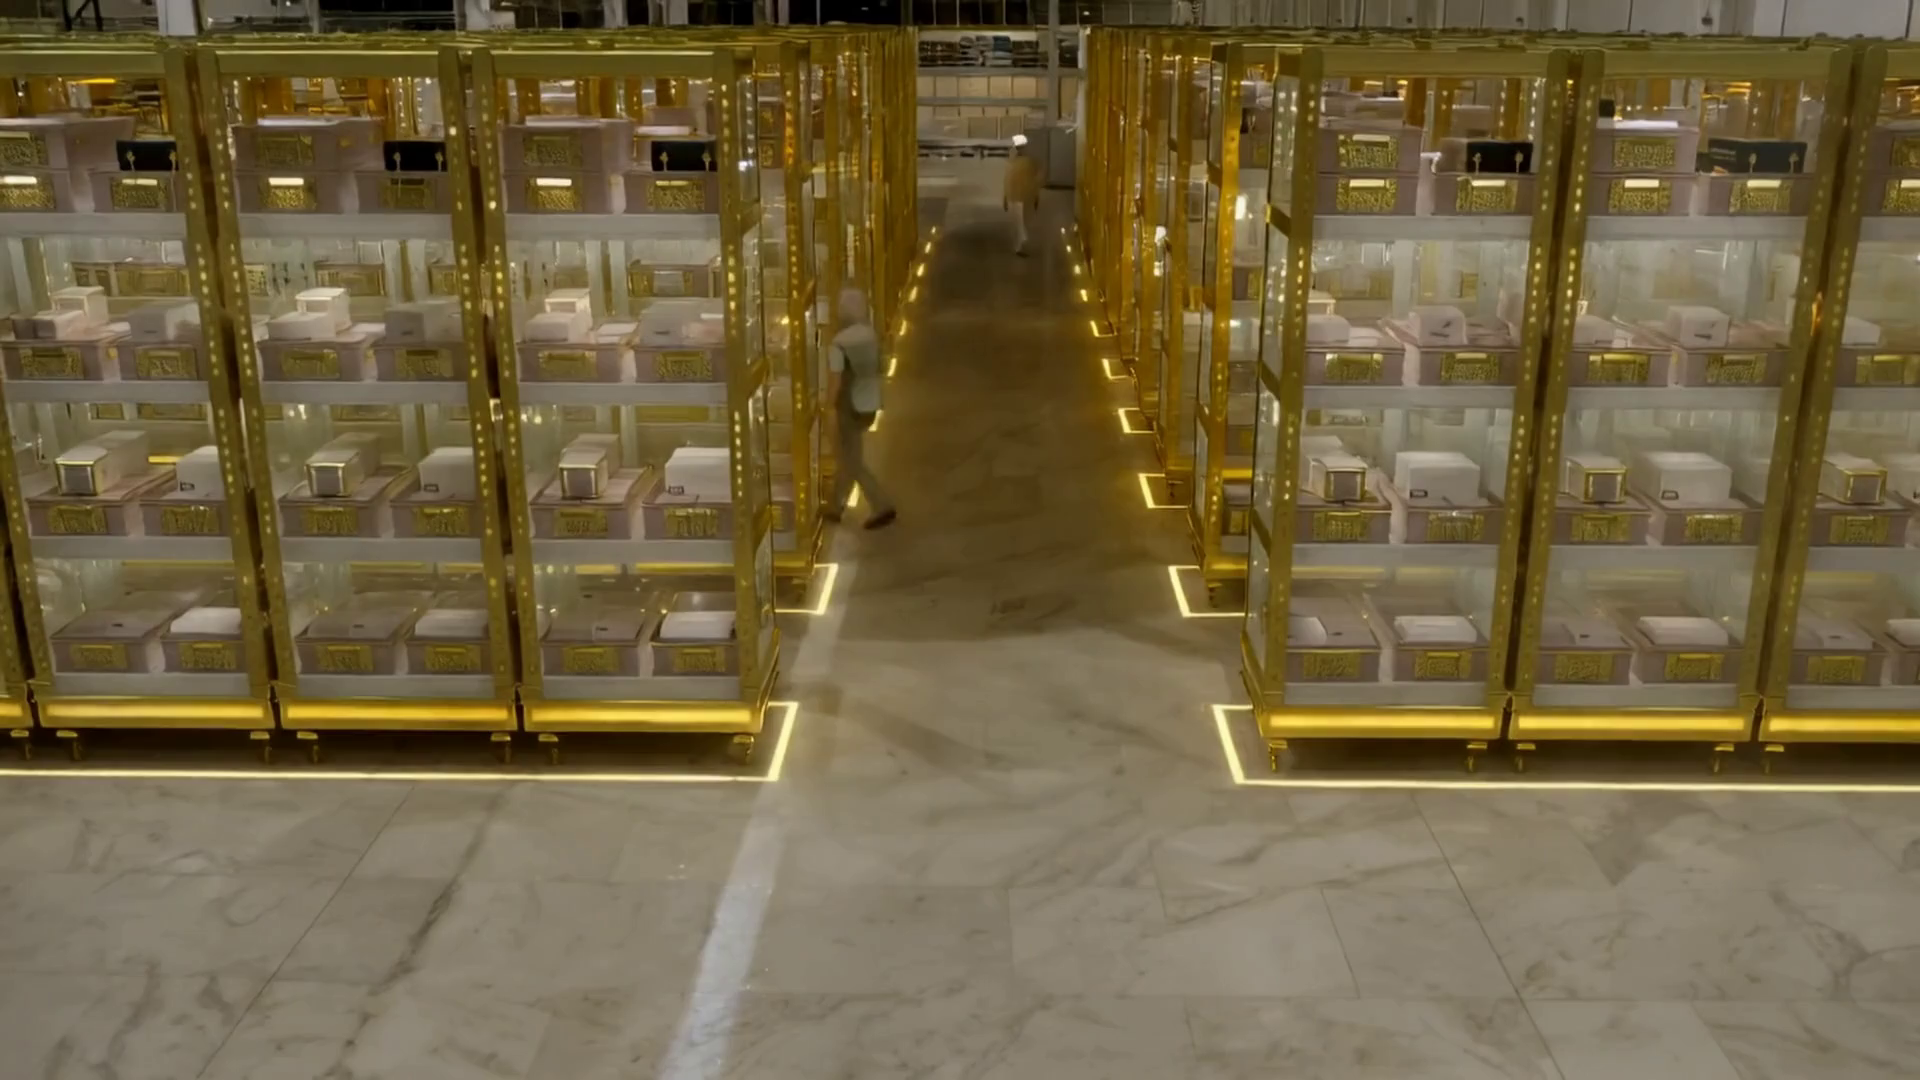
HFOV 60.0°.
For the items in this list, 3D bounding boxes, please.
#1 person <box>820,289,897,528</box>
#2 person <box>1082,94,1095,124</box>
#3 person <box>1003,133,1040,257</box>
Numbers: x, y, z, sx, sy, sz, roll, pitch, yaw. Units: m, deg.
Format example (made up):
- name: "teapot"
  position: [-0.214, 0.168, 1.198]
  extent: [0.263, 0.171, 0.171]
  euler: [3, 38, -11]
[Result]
- name: "person"
  position: [-0.801, -0.966, 12.499]
  extent: [0.655, 1.804, 0.676]
  euler: [7, 19, 22]
- name: "person"
  position: [3.378, -10.675, 43.225]
  extent: [0.496, 1.934, 0.620]
  euler: [-11, 20, -31]
- name: "person"
  position: [1.010, -5.494, 26.638]
  extent: [0.623, 1.974, 0.715]
  euler: [-6, 18, -17]
